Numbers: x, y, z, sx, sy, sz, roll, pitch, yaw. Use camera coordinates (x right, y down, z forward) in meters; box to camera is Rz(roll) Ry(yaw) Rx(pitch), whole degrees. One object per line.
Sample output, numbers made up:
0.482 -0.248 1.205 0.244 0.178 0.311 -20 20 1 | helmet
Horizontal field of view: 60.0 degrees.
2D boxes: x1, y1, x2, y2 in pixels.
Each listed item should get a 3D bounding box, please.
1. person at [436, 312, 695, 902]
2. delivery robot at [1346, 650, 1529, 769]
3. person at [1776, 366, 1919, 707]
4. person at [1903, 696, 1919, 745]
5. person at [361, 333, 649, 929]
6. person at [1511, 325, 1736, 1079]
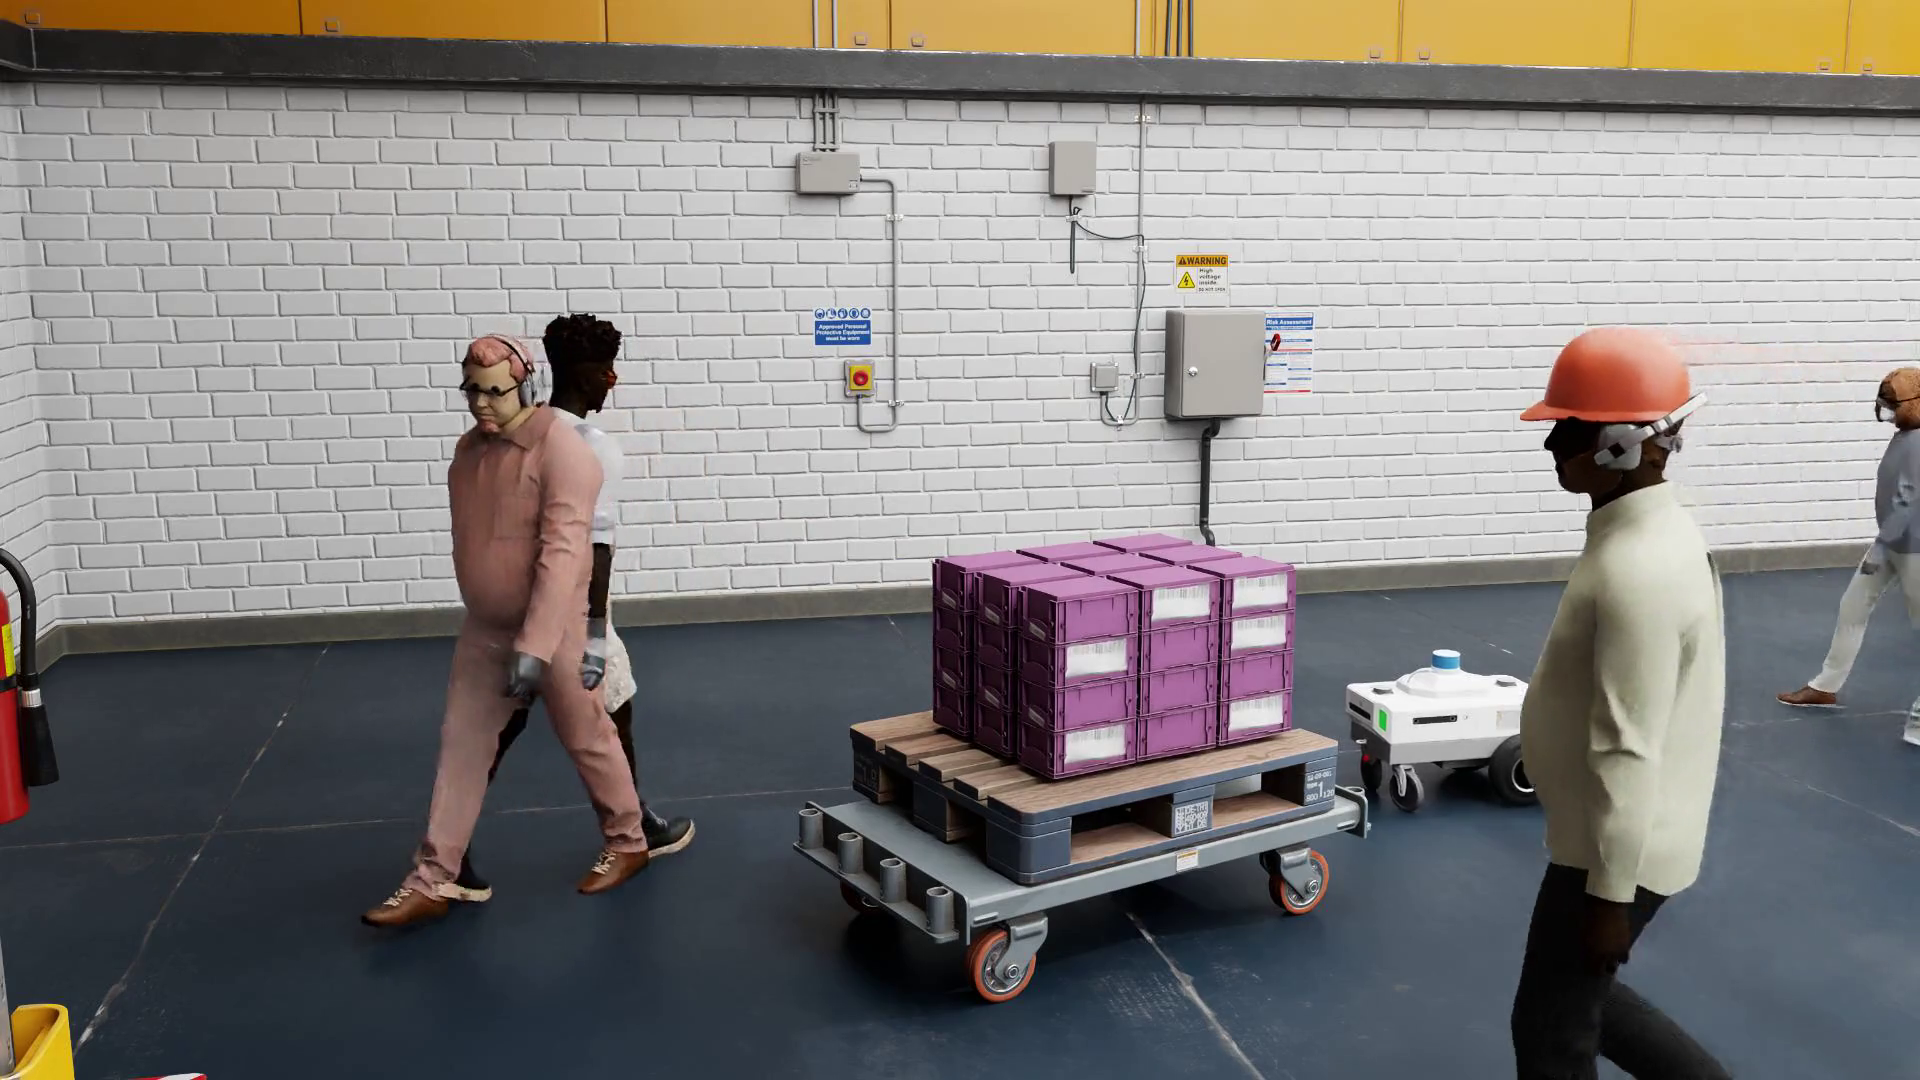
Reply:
-1.347 0.216 5.412 0.664 1.920 1.005 8 13 37 | person
1.857 0.666 6.396 0.707 0.478 0.477 -2 10 -12 | delivery robot
4.198 0.025 7.353 0.839 1.589 0.488 2 10 13 | person
4.344 0.095 6.663 0.926 1.681 0.499 8 13 38 | person
-1.380 0.282 5.206 0.632 1.849 0.962 6 12 32 | person
1.333 0.575 3.240 0.676 1.976 0.626 4 11 21 | person
